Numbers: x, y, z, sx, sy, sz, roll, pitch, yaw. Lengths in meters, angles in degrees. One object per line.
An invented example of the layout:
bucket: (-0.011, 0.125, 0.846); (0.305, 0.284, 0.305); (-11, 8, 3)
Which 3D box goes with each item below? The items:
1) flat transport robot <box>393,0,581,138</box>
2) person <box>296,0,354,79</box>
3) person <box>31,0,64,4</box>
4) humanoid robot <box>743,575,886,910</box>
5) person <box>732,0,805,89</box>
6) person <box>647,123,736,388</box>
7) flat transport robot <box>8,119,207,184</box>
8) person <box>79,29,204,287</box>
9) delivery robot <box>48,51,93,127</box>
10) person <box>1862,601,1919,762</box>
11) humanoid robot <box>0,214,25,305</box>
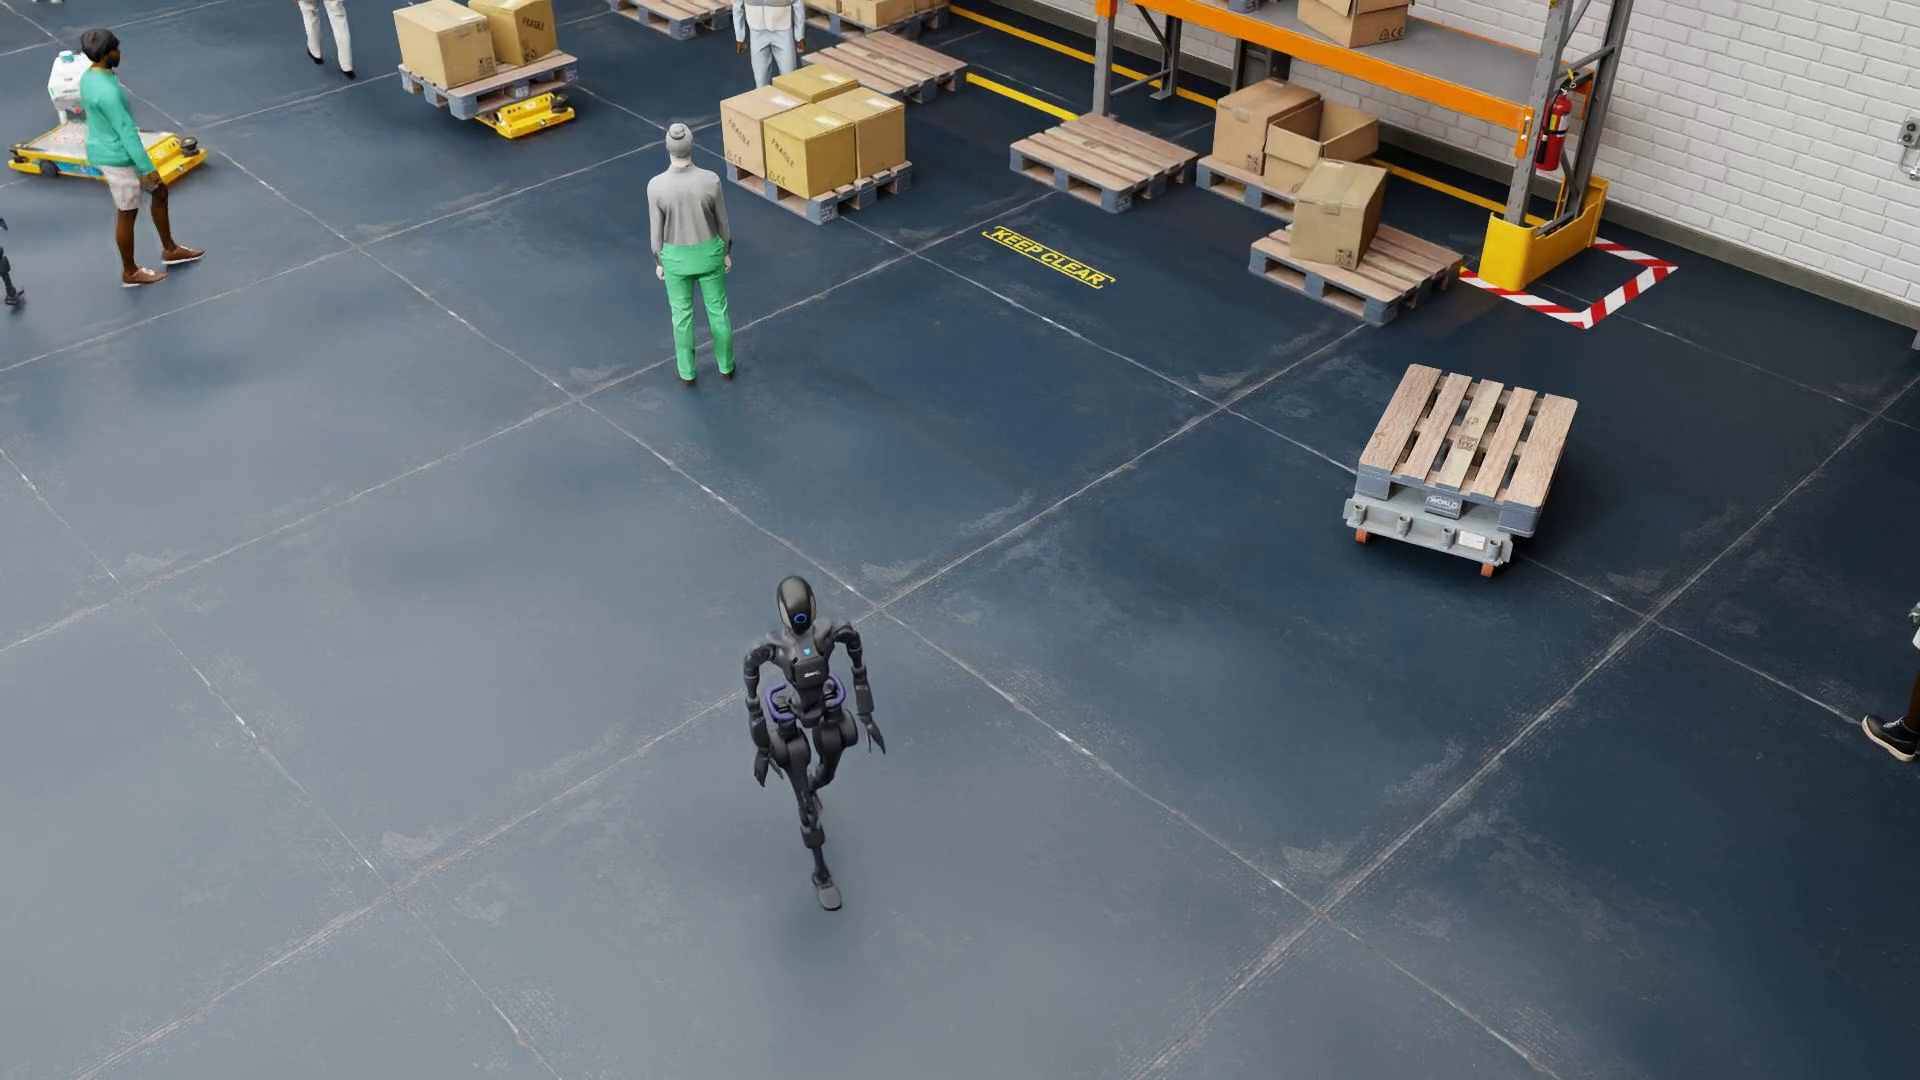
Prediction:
flat transport robot: (-4.110, -3.922, 14.726); (1.431, 0.231, 0.659); (31, 47, 34)
person: (-5.862, -5.135, 15.104); (0.563, 1.745, 0.829); (-21, 42, -25)
person: (-9.289, -6.292, 16.421); (0.687, 2.006, 0.667); (-21, 42, -25)
humanoid robot: (-0.652, 0.804, 7.355); (0.594, 1.645, 0.782); (-14, 39, -17)
person: (-1.572, -4.209, 13.752); (0.596, 1.907, 0.410); (2, 37, 3)
person: (-1.712, -1.828, 10.652); (0.511, 1.839, 0.340); (-10, 38, -12)
flat transport robot: (-7.058, -3.187, 13.753); (1.431, 0.231, 0.659); (10, 38, 13)
person: (-5.878, -2.718, 11.842); (0.747, 1.817, 0.537); (-20, 42, -25)
delivery robot: (-7.732, -3.976, 14.553); (0.499, 0.587, 0.769); (-11, 39, -15)
person: (4.799, 0.223, 7.831); (0.611, 1.963, 0.362); (-9, 38, -12)
humanoid robot: (-6.904, -2.285, 11.400); (0.601, 1.645, 0.622); (-5, 37, -6)
